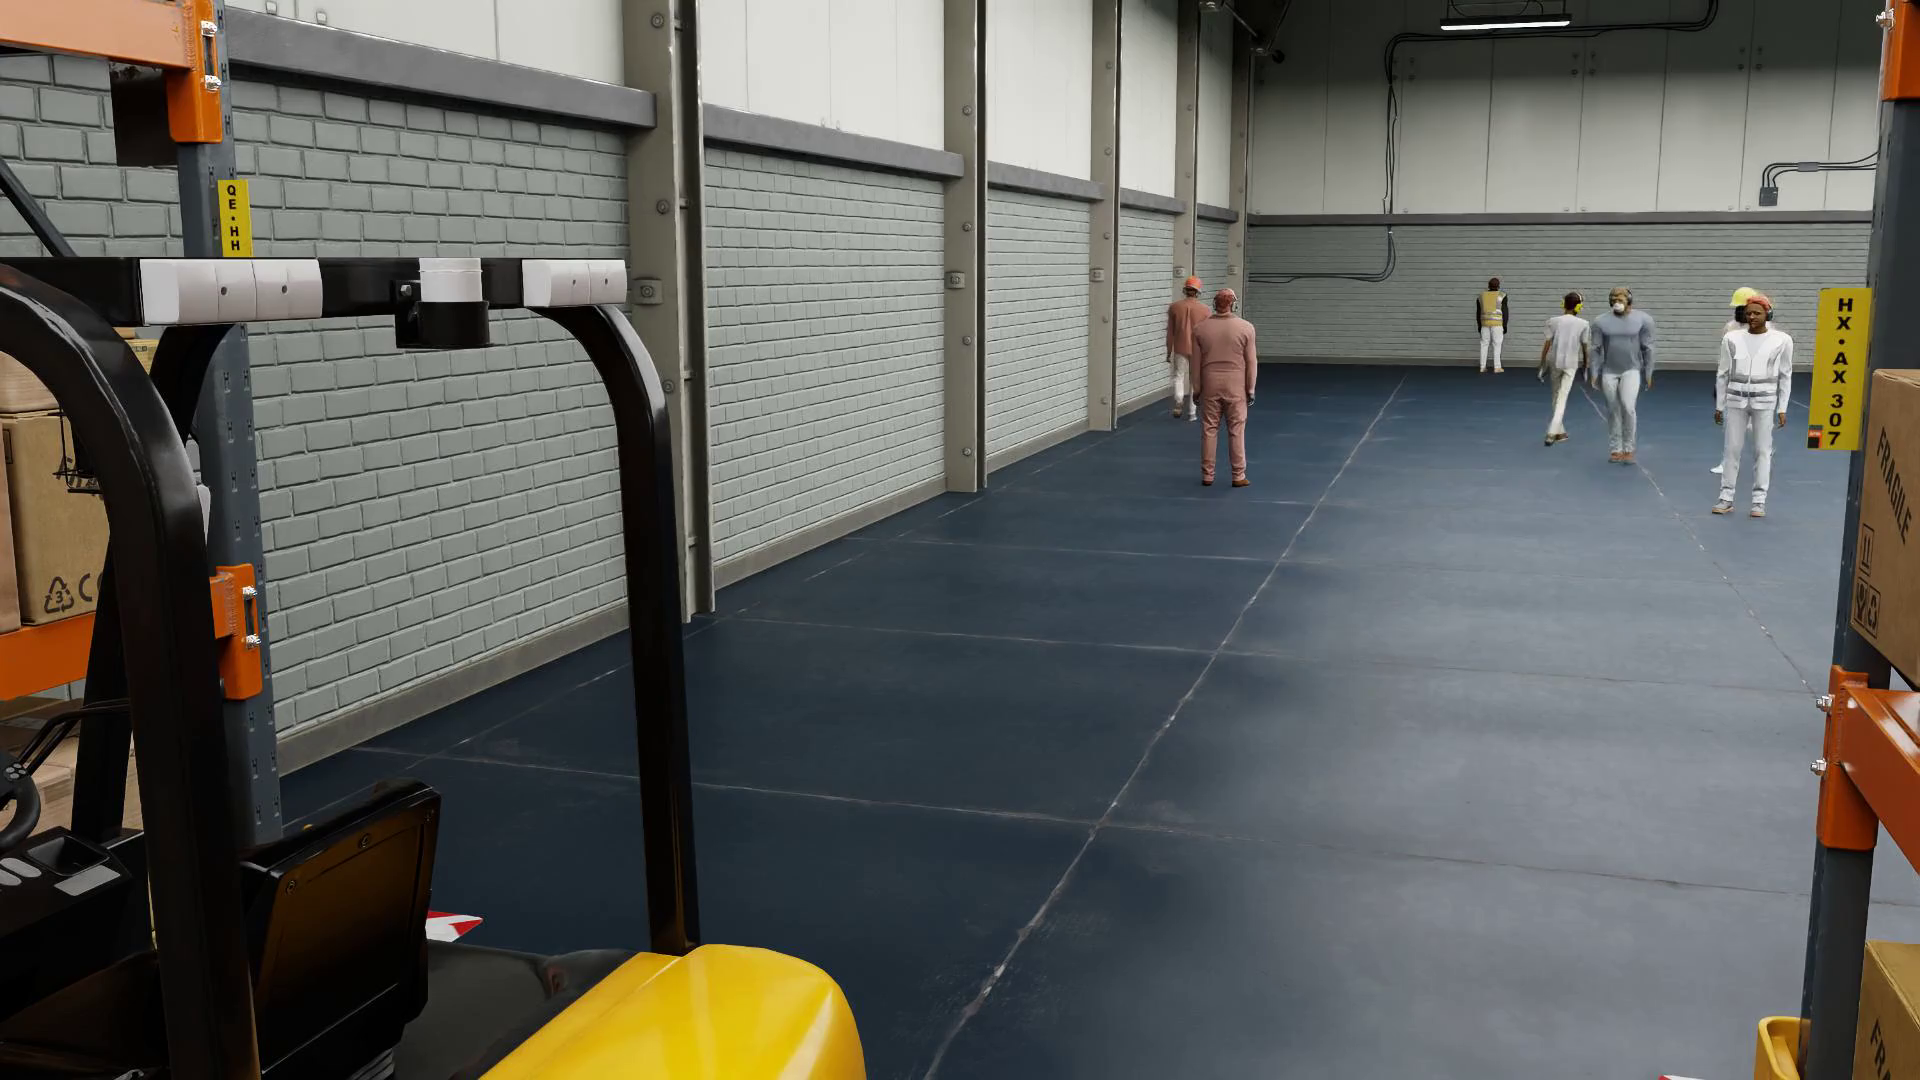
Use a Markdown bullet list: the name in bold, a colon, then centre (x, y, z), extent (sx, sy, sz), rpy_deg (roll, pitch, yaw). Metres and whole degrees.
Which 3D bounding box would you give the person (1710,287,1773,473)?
- **person**: centre (7.997, -1.620, 16.972), extent (0.503, 1.910, 0.600), rpy_deg (-3, 10, -18)

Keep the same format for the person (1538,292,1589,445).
- **person**: centre (7.167, -2.030, 19.751), extent (0.530, 1.814, 1.005), rpy_deg (6, 11, 32)

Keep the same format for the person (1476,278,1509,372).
- **person**: centre (10.409, -4.192, 32.488), extent (0.630, 1.846, 0.429), rpy_deg (8, 12, 39)

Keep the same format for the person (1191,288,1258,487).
- **person**: centre (2.549, -1.460, 16.032), extent (0.637, 1.911, 0.403), rpy_deg (4, 10, 20)

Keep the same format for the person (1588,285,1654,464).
- **person**: centre (7.037, -1.756, 17.778), extent (0.640, 1.908, 0.727), rpy_deg (6, 11, 34)

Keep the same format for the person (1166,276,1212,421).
- **person**: centre (3.097, -2.583, 22.521), extent (0.627, 1.970, 0.562), rpy_deg (2, 10, 13)

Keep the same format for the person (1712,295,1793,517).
- **person**: centre (6.750, -1.139, 14.187), extent (0.578, 1.882, 0.346), rpy_deg (7, 12, 37)
